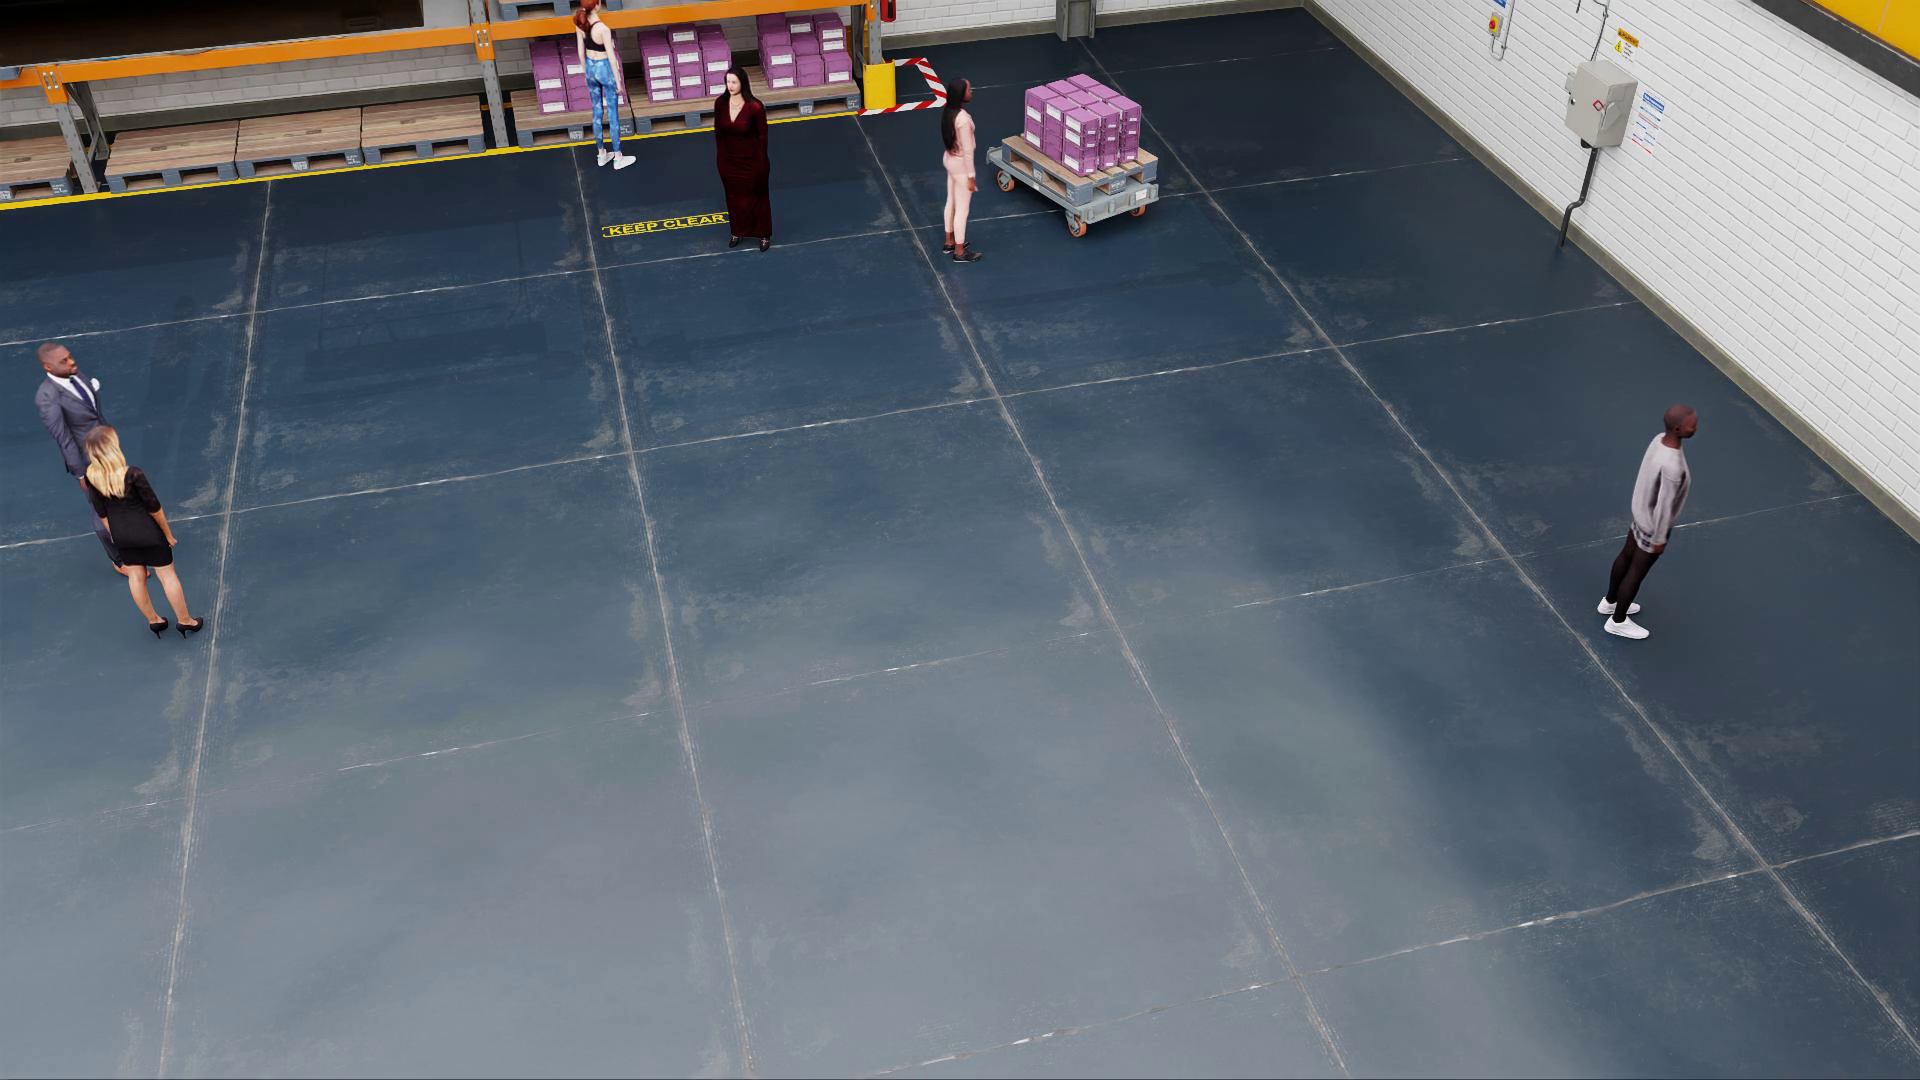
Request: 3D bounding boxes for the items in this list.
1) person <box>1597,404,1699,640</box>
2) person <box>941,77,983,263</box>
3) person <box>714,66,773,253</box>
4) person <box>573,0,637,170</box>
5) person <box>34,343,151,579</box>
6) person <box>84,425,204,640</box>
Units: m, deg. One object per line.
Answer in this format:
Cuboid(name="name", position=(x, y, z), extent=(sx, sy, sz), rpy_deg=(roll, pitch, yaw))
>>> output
Cuboid(name="person", position=(4.536, -0.141, 10.951), extent=(0.666, 1.772, 0.686), rpy_deg=(5, 39, 6))
Cuboid(name="person", position=(-0.012, -3.342, 14.999), extent=(0.555, 1.720, 0.634), rpy_deg=(-13, 40, -16))
Cuboid(name="person", position=(-1.971, -3.470, 15.130), extent=(0.715, 1.758, 0.821), rpy_deg=(10, 40, 12))
Cuboid(name="person", position=(-3.548, -4.559, 16.472), extent=(0.678, 1.785, 0.745), rpy_deg=(17, 42, 20))
Cuboid(name="person", position=(-5.973, -0.574, 11.451), extent=(0.696, 1.824, 0.754), rpy_deg=(0, 39, 0))
Cuboid(name="person", position=(-5.389, -0.036, 10.896), extent=(0.507, 1.675, 0.666), rpy_deg=(2, 39, 2))
